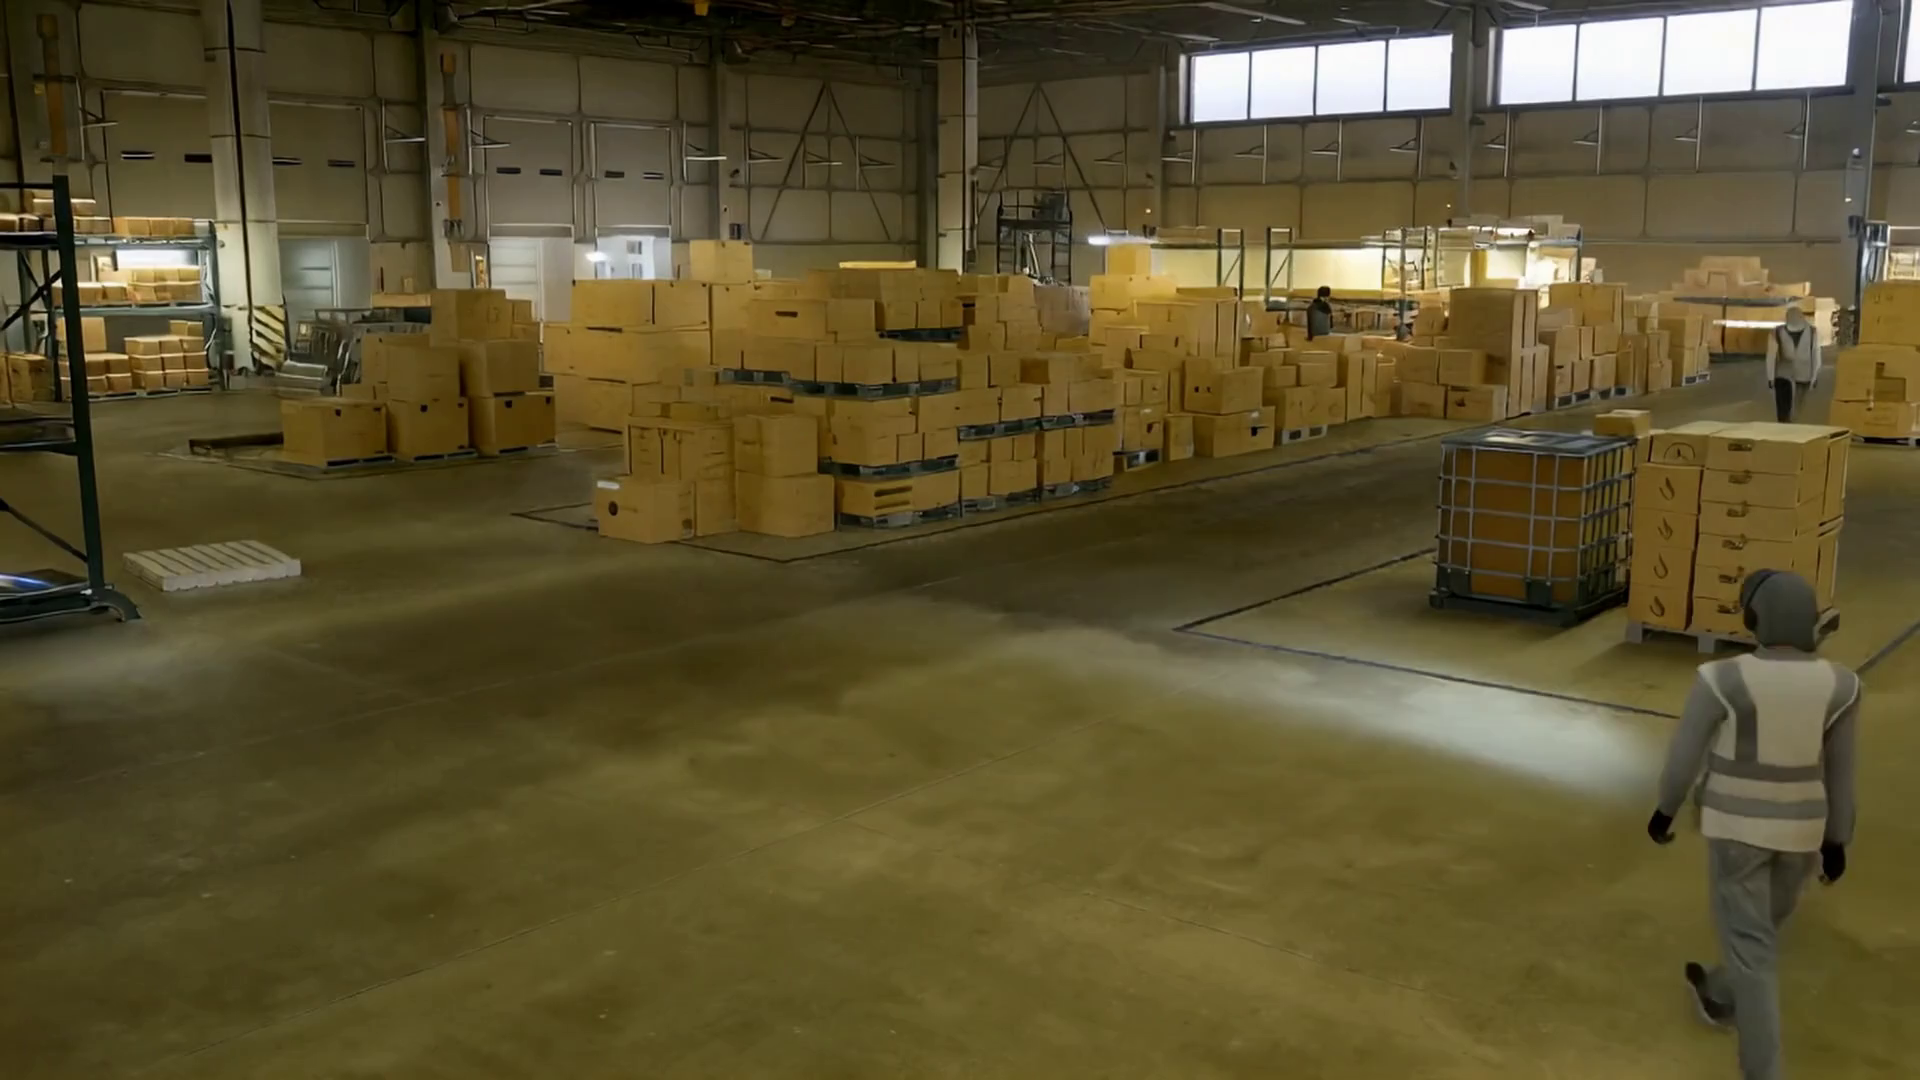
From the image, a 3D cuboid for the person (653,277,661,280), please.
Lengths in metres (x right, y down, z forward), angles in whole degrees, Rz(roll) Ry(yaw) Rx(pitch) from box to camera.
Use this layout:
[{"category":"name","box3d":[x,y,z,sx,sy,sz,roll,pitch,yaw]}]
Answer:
[{"category":"person","box3d":[-6.521,-4.725,36.014,0.634,1.930,0.384,-5,11,-26]}]

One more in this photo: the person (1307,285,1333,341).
[{"category":"person","box3d":[6.121,-3.370,28.306,0.378,1.930,0.624,9,14,42]}]

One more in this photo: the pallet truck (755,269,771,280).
[{"category":"pallet truck","box3d":[-4.996,-6.432,45.525,1.885,1.965,0.823,-6,12,-32]}]

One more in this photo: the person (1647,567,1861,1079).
[{"category":"person","box3d":[2.395,0.872,5.081,0.517,1.597,0.846,-1,10,-4]}]

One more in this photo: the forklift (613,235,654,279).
[{"category":"forklift","box3d":[-7.295,-5.450,37.422,1.873,2.768,1.129,8,13,40]}]

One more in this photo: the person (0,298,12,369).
[{"category":"person","box3d":[-18.216,-3.931,31.494,0.387,1.923,0.601,-3,11,-18]}]

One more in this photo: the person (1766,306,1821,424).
[{"category":"person","box3d":[10.784,-2.131,21.579,0.618,1.809,0.815,3,10,15]}]

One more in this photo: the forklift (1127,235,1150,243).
[{"category":"forklift","box3d":[4.031,-5.554,38.013,1.873,2.768,1.129,2,10,14]}]

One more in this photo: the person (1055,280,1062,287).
[{"category":"person","box3d":[2.748,-6.464,46.561,0.322,1.697,0.532,0,10,-2]}]
